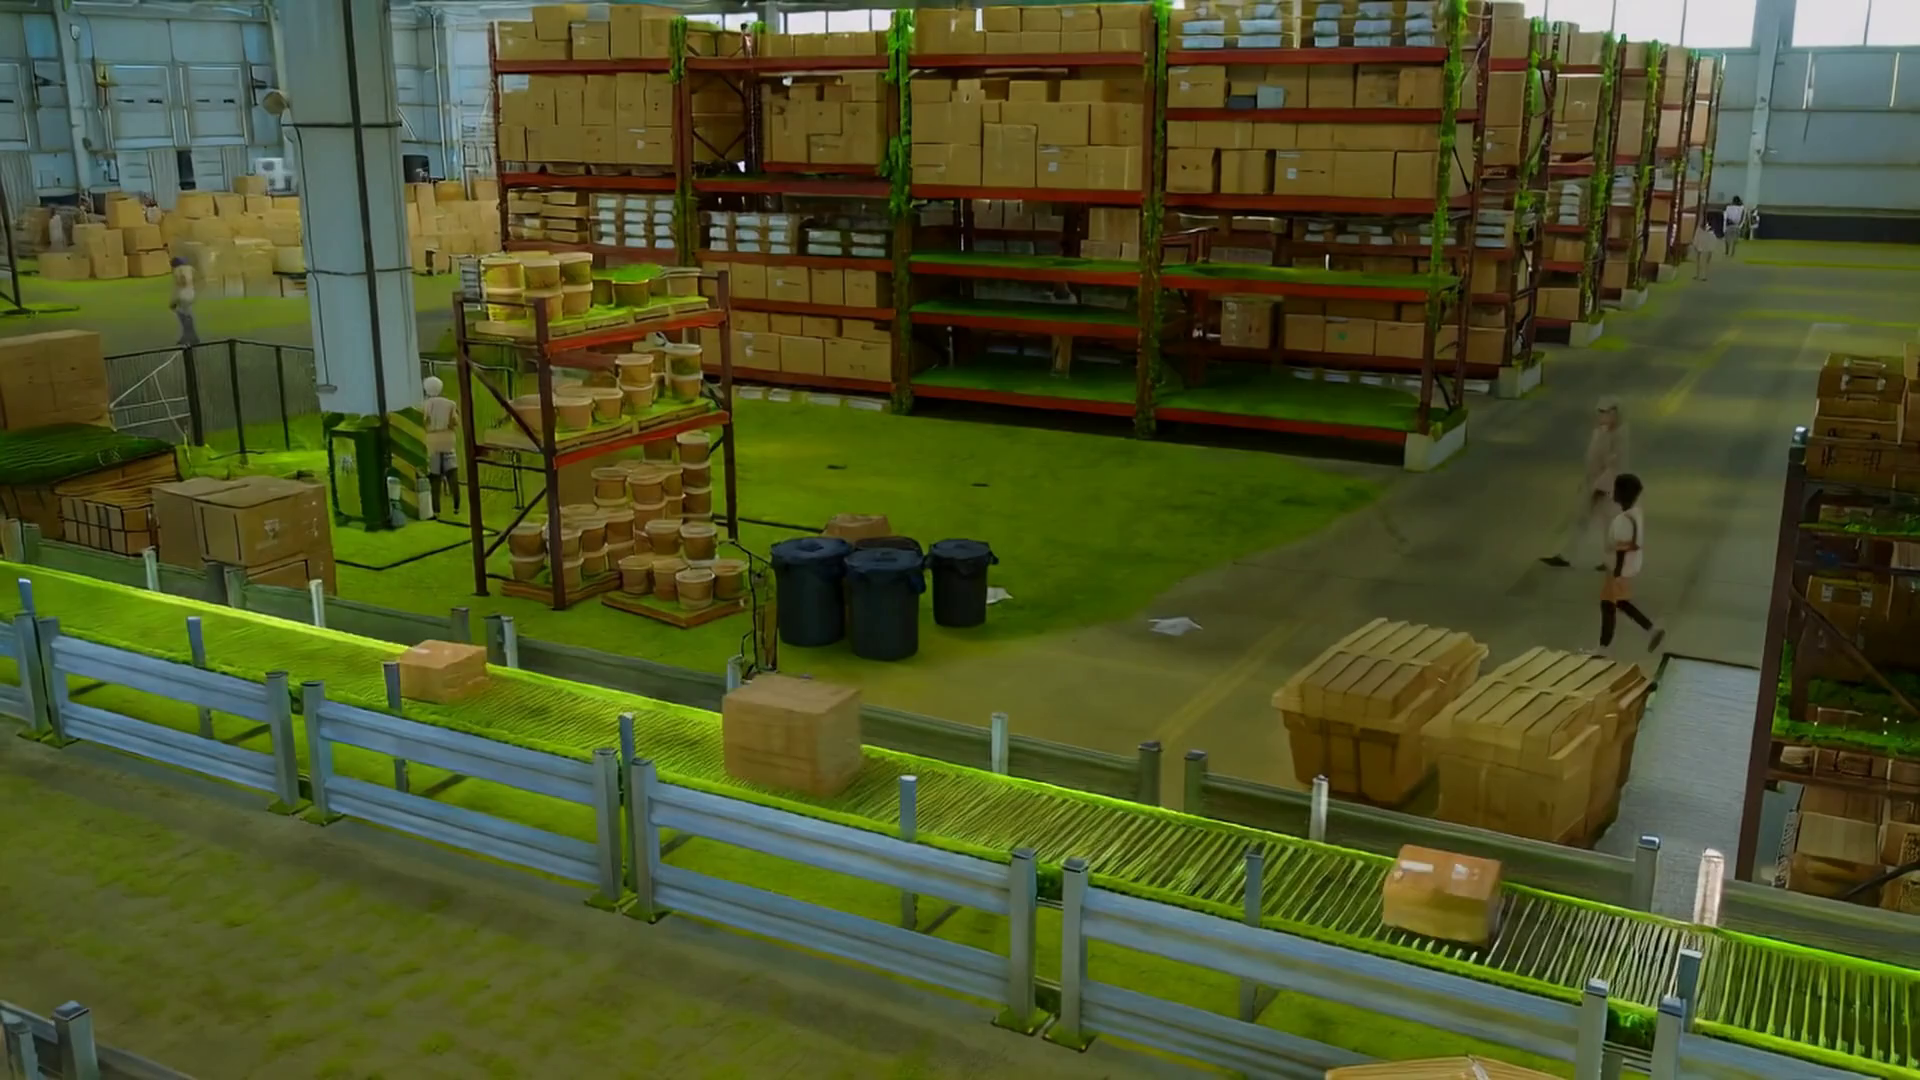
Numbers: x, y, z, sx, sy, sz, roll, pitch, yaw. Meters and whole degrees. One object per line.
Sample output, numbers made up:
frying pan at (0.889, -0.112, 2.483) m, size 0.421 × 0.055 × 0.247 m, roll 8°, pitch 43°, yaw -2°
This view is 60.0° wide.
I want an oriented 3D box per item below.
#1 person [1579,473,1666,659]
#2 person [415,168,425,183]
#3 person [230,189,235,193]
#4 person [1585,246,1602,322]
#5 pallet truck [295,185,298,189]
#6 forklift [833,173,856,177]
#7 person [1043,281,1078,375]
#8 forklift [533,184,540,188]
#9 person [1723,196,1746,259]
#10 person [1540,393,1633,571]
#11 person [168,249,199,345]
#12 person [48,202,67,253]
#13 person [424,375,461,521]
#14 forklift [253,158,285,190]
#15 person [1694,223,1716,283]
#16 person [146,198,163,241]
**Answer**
person at (5.811, 0.248, 14.449) m, size 0.594 × 1.681 × 0.543 m, roll 10°, pitch 18°, yaw 33°
person at (-23.201, -15.149, 71.946) m, size 0.865 × 1.905 × 0.555 m, roll -2°, pitch 15°, yaw -9°
person at (-26.181, -11.865, 60.081) m, size 0.305 × 1.639 × 0.522 m, roll -12°, pitch 19°, yaw -37°
person at (13.721, -5.784, 36.466) m, size 0.390 × 2.034 × 0.605 m, roll -11°, pitch 19°, yaw -36°
pallet truck at (-26.804, -14.617, 69.738) m, size 1.885 × 1.965 × 0.823 m, roll -14°, pitch 20°, yaw -42°
forklift at (-4.342, -13.262, 62.955) m, size 1.129 × 2.768 × 1.873 m, roll 8°, pitch 17°, yaw 28°
person at (1.718, -3.514, 28.185) m, size 0.639 × 1.903 × 0.409 m, roll -6°, pitch 16°, yaw -23°
forklift at (-16.107, -13.583, 64.162) m, size 1.873 × 2.768 × 1.129 m, roll 6°, pitch 16°, yaw 22°
person at (23.843, -9.638, 51.228) m, size 0.604 × 1.886 × 0.829 m, roll 7°, pitch 16°, yaw 25°
person at (6.575, -0.583, 17.222) m, size 0.854 × 1.870 × 0.649 m, roll -2°, pitch 15°, yaw -8°
person at (-15.492, -4.797, 32.972) m, size 0.681 × 1.914 × 0.581 m, roll 0°, pitch 15°, yaw 0°
person at (-26.732, -9.112, 49.374) m, size 0.525 × 1.827 × 0.581 m, roll 3°, pitch 15°, yaw 12°
person at (-6.082, -1.075, 19.409) m, size 0.541 × 1.696 × 0.315 m, roll -12°, pitch 19°, yaw -39°
forklift at (-23.585, -11.676, 56.994) m, size 1.873 × 2.768 × 1.129 m, roll 8°, pitch 17°, yaw 28°
person at (19.878, -7.668, 44.410) m, size 0.518 × 1.583 × 0.881 m, roll 8°, pitch 17°, yaw 28°
person at (-25.823, -10.072, 53.198) m, size 0.508 × 1.695 × 0.893 m, roll 3°, pitch 15°, yaw 11°
